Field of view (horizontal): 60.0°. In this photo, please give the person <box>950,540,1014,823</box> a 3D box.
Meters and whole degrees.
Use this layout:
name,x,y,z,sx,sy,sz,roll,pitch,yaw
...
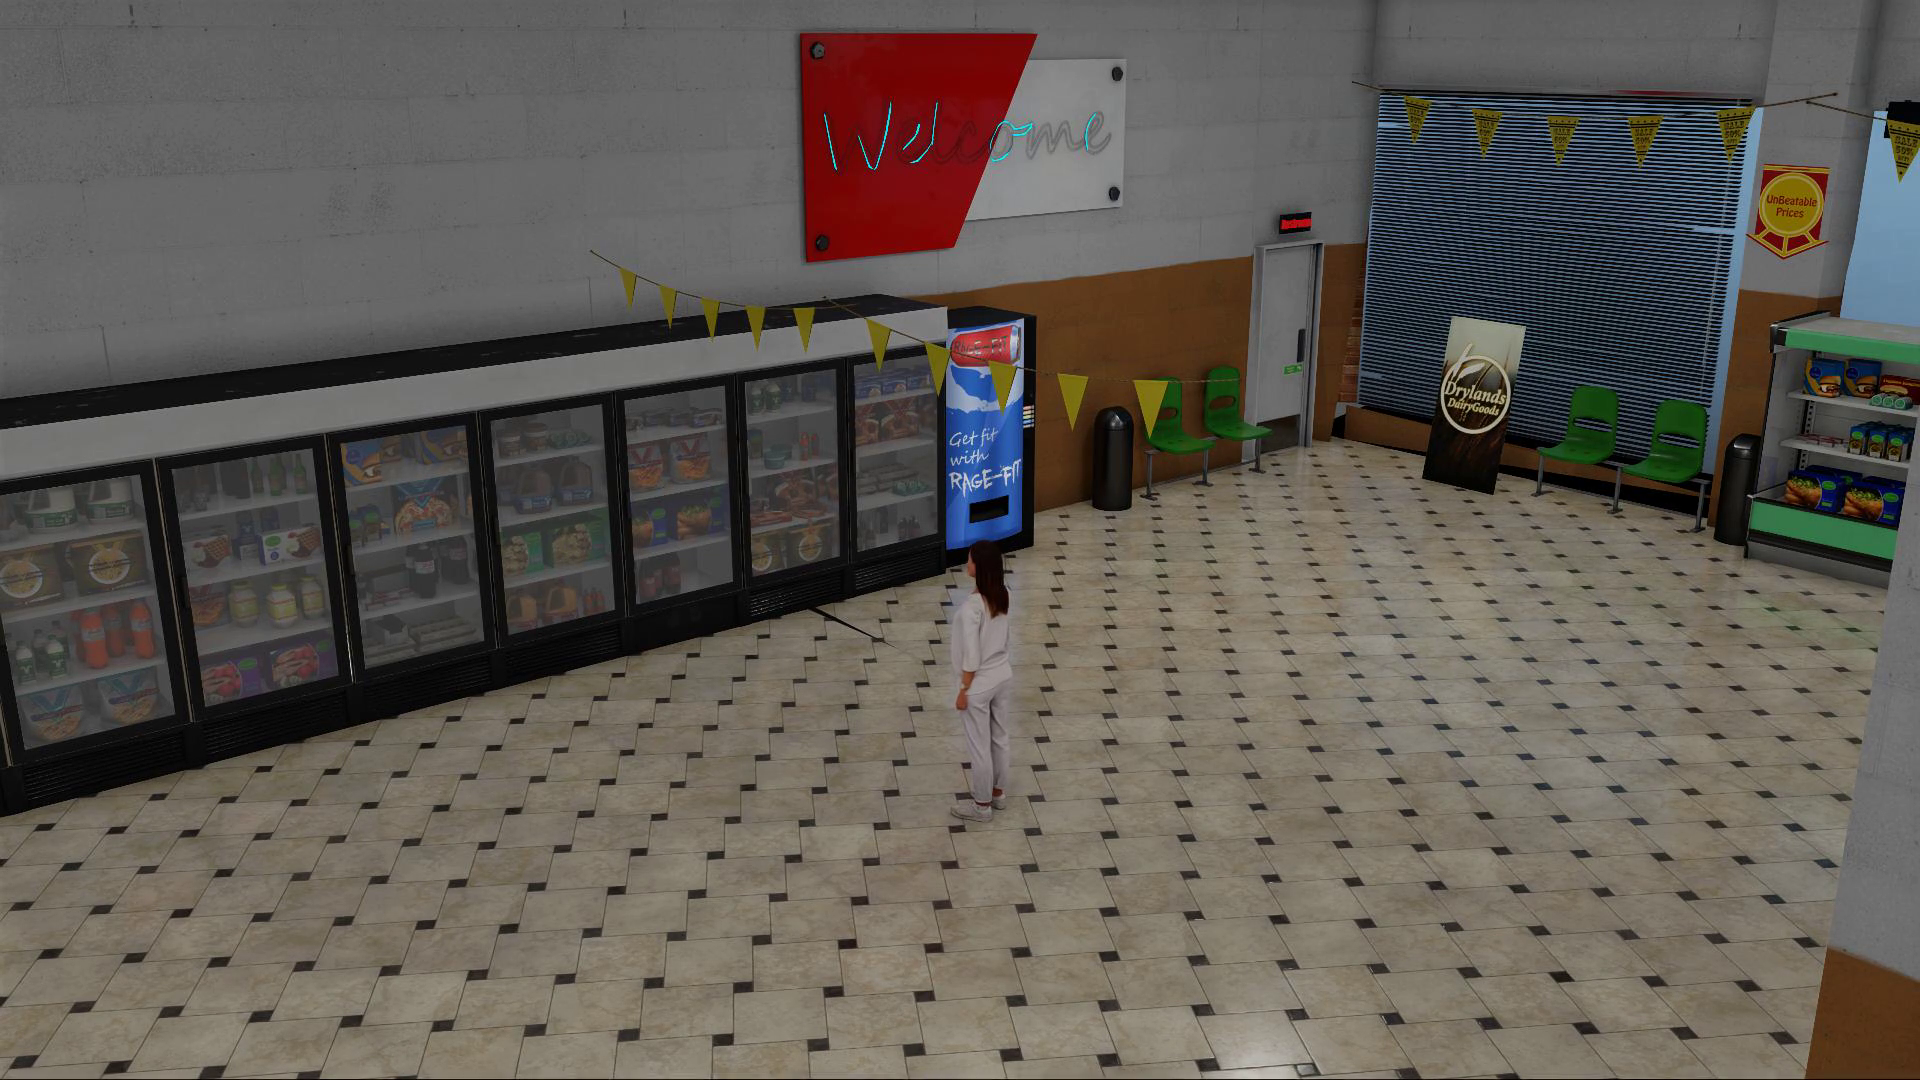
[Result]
name,x,y,z,sx,sy,sz,roll,pitch,yaw
person,0.140,0.808,9.647,0.639,1.689,0.668,10,20,30
